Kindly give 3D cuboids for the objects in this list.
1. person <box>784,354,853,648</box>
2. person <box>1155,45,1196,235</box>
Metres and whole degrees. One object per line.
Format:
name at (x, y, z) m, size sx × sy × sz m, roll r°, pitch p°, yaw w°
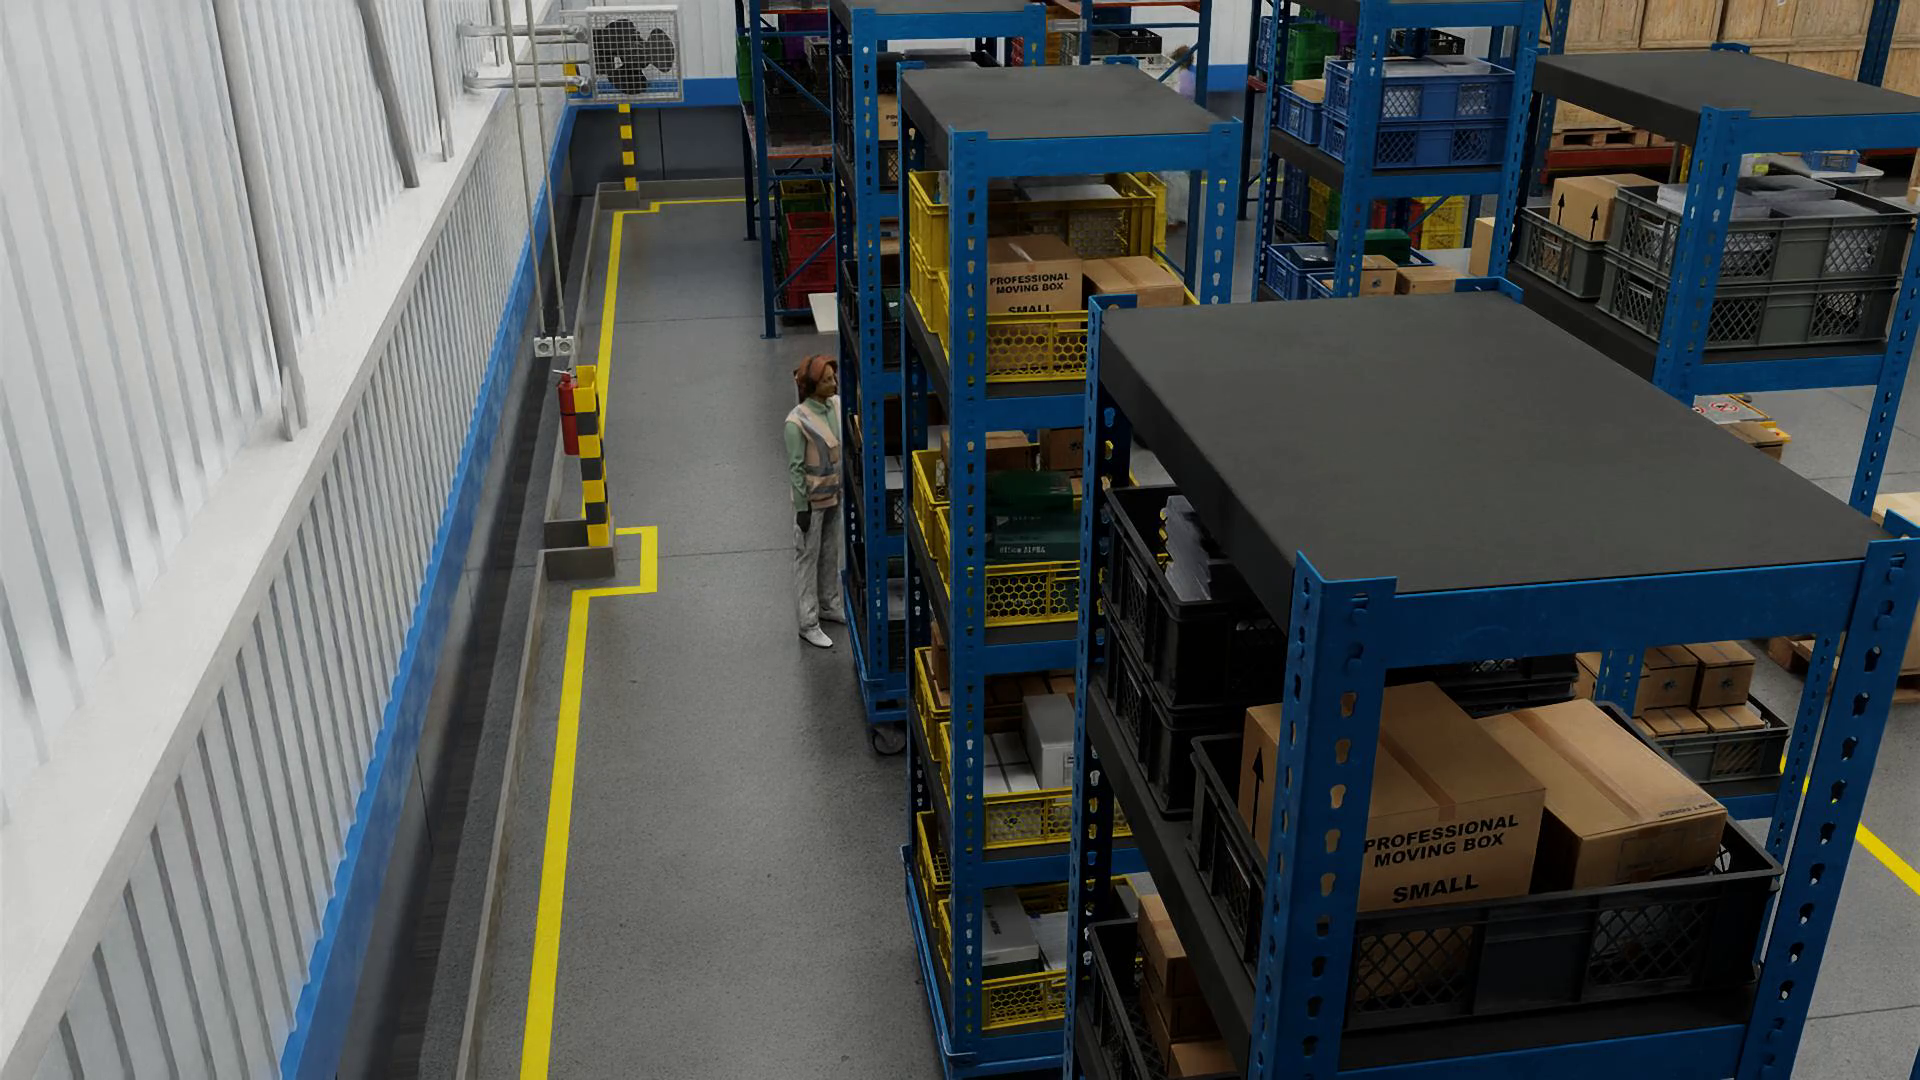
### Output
person at (-0.766, -0.228, 9.129) m, size 0.307 × 1.645 × 0.514 m, roll 12°, pitch 27°, yaw 24°
person at (2.269, -4.182, 17.445) m, size 0.366 × 1.891 × 0.842 m, roll 14°, pitch 28°, yaw 28°
